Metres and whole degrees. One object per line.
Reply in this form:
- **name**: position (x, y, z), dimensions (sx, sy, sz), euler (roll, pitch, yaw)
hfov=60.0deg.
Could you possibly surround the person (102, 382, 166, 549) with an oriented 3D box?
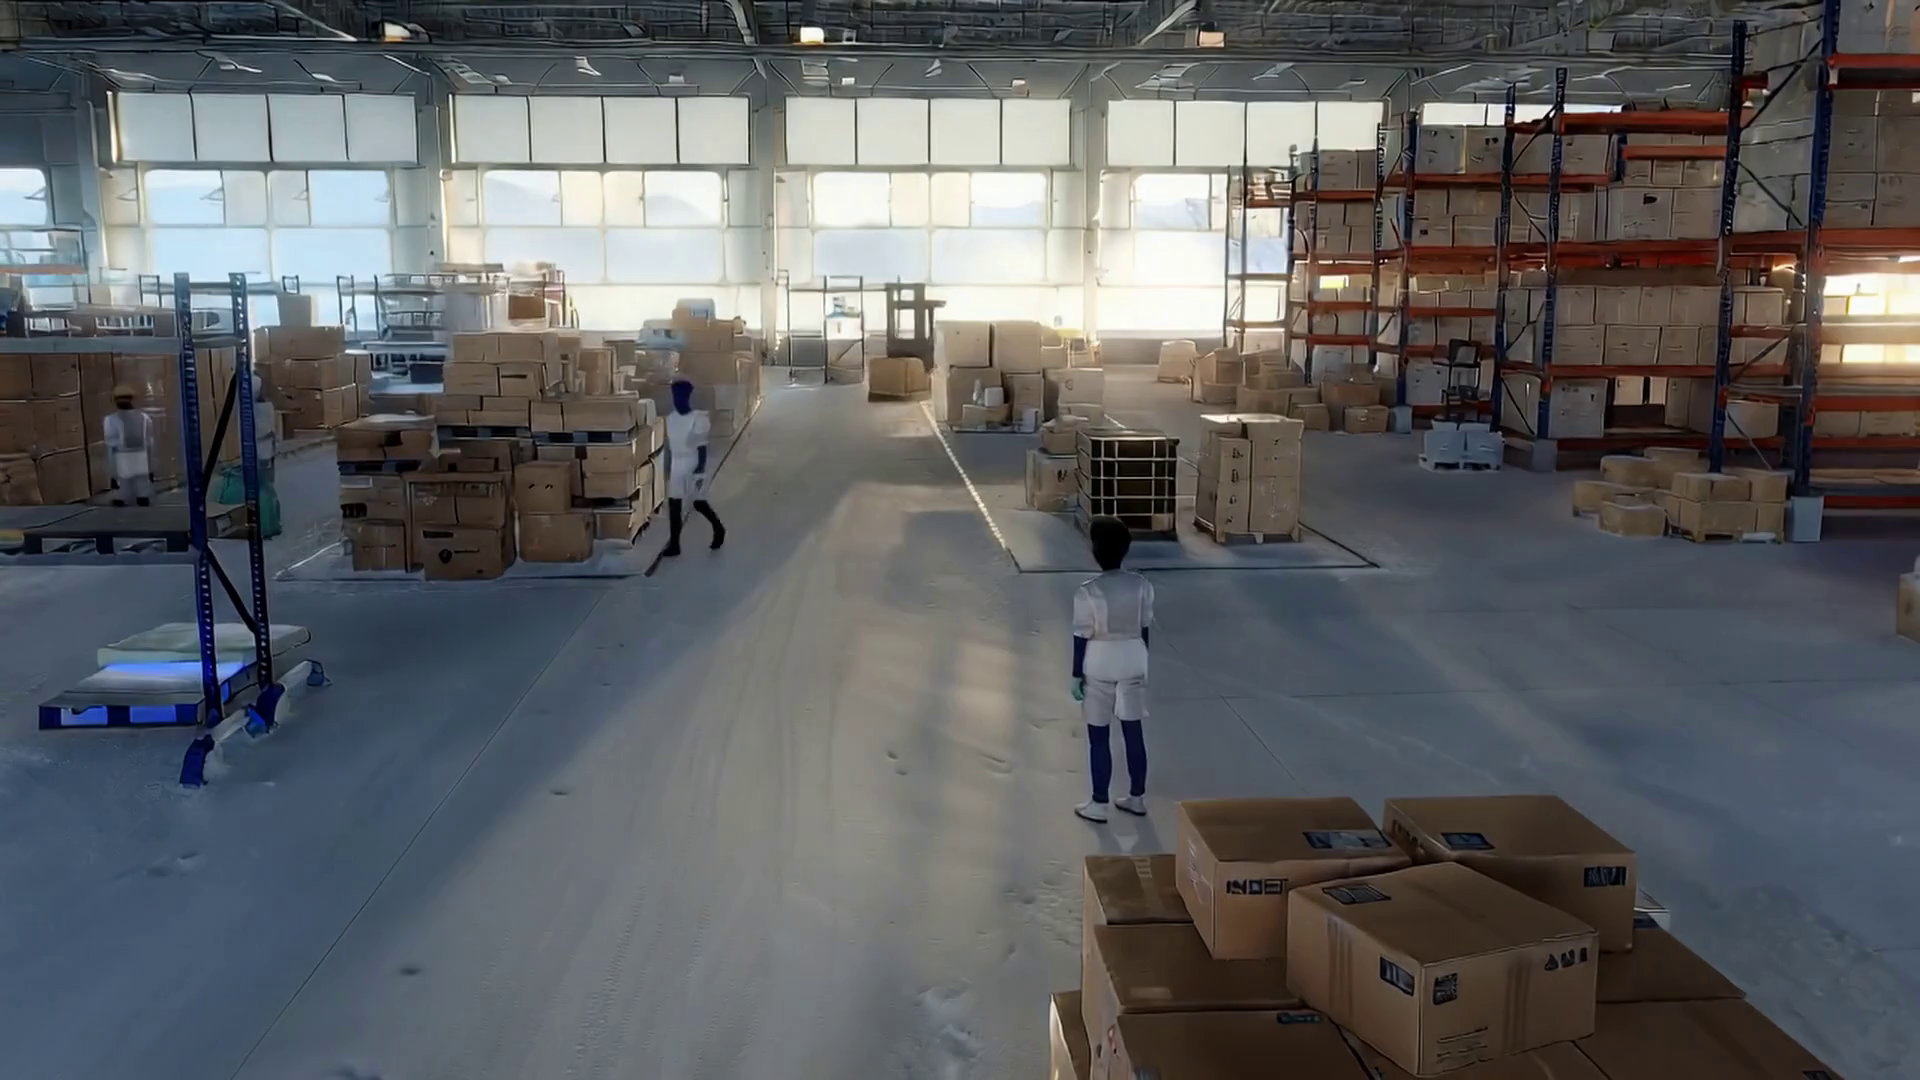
- **person**: position (-8.972, -0.771, 18.030), dimensions (0.997, 1.883, 0.566), euler (6, 11, 32)

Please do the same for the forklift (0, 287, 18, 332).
- **forklift**: position (-16.254, -2.887, 28.159), dimensions (1.873, 2.768, 1.129), euler (-1, 9, -4)

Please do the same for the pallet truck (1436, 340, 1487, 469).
- **pallet truck**: position (8.004, -2.170, 26.422), dimensions (0.823, 1.965, 1.885), euler (2, 9, 14)

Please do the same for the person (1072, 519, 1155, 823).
- **person**: position (0.839, 0.726, 9.198), dimensions (0.535, 1.694, 0.319), euler (-5, 10, -30)

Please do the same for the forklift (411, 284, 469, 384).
- **forklift**: position (-11.011, -4.207, 36.446), dimensions (1.873, 2.768, 1.129), euler (-1, 9, -4)

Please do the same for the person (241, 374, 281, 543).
- **person**: position (-7.920, -0.919, 18.811), dimensions (0.378, 1.917, 0.598), euler (1, 9, 4)

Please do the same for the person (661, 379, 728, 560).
- **person**: position (-2.882, -0.777, 17.892), dimensions (0.605, 1.941, 0.904), euler (5, 10, 28)

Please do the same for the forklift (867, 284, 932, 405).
- **forklift**: position (-1.287, -4.616, 39.014), dimensions (1.129, 2.768, 1.873), euler (5, 10, 29)
